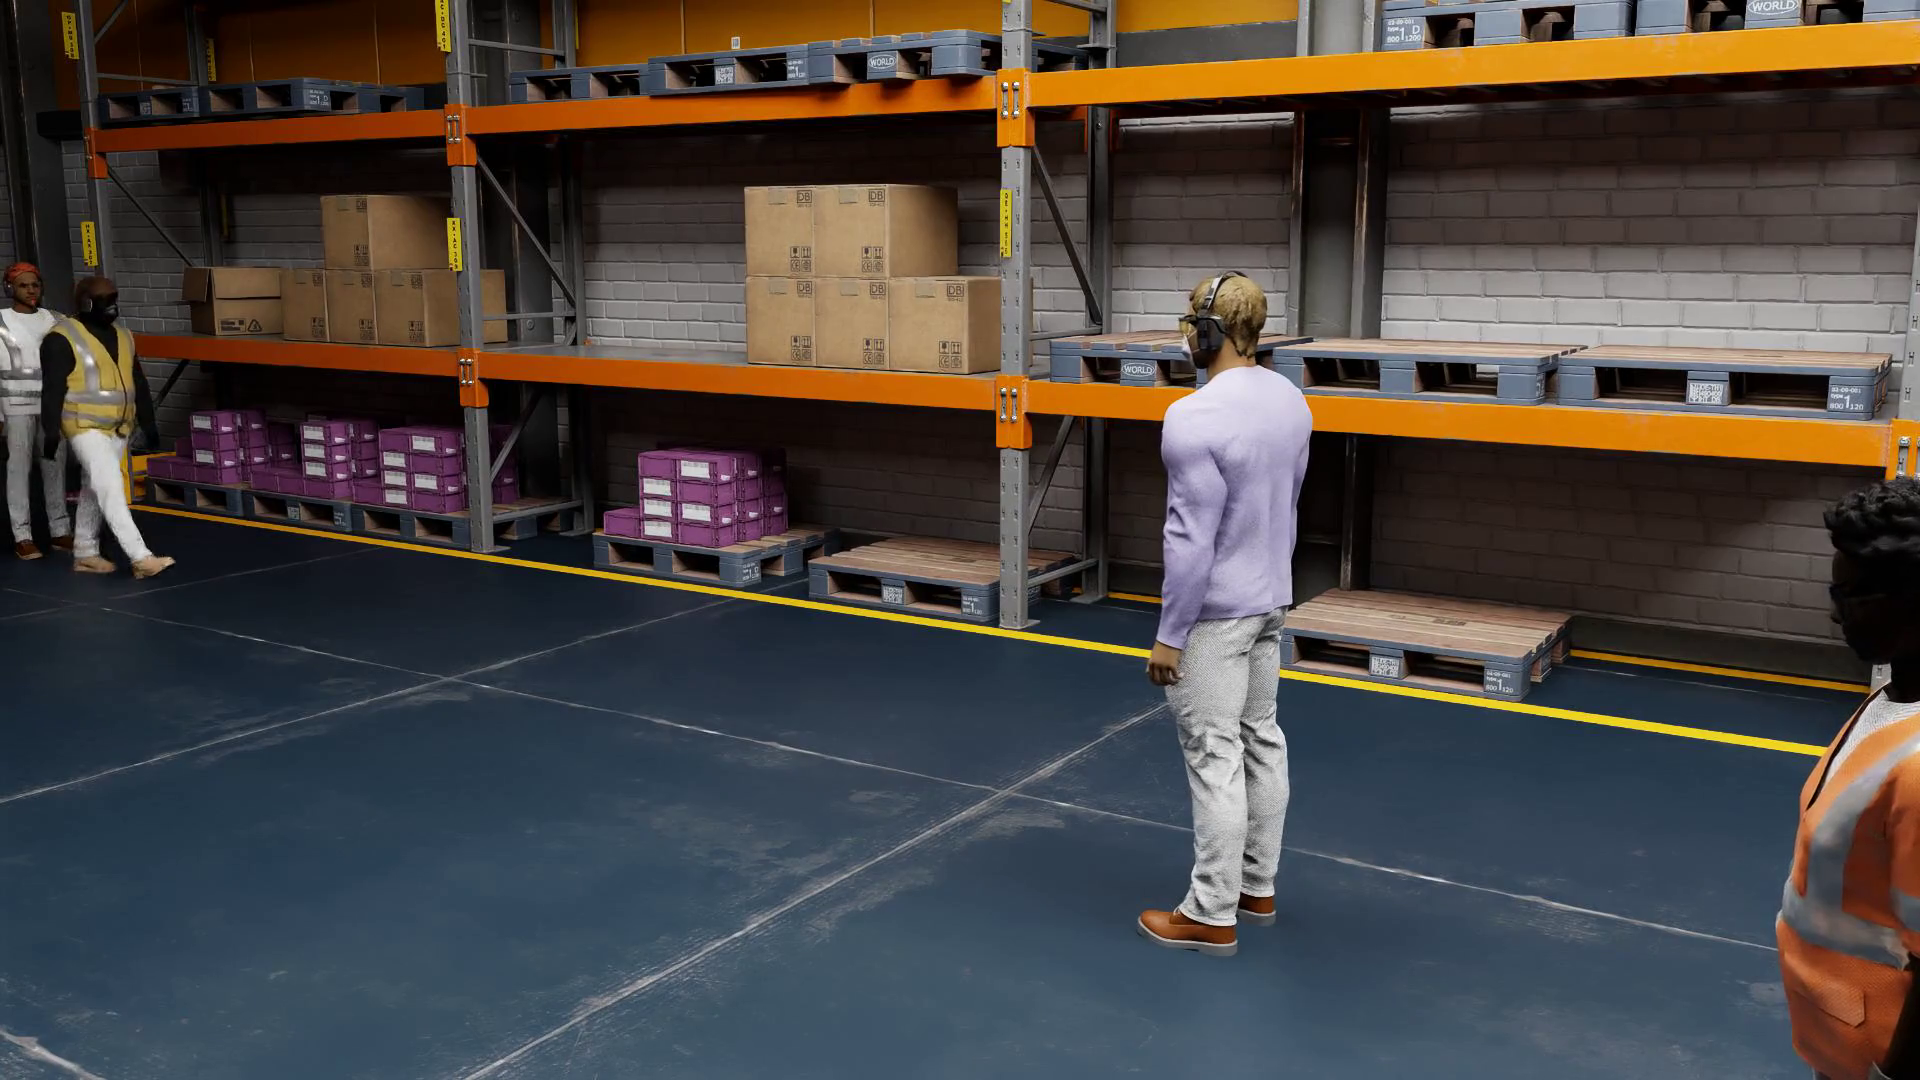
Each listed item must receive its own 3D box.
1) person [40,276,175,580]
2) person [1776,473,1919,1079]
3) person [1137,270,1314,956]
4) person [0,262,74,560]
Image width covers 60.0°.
[{"bbox_3d":[-5.052,-0.661,9.948,0.925,1.796,0.656,2,11,13],"label":"person"},{"bbox_3d":[1.368,0.747,2.456,0.320,1.692,0.531,5,11,24],"label":"person"},{"bbox_3d":[0.746,0.212,4.739,0.373,1.940,0.629,8,13,38],"label":"person"},{"bbox_3d":[-5.916,-0.824,10.634,0.348,1.882,0.584,6,12,30],"label":"person"}]
